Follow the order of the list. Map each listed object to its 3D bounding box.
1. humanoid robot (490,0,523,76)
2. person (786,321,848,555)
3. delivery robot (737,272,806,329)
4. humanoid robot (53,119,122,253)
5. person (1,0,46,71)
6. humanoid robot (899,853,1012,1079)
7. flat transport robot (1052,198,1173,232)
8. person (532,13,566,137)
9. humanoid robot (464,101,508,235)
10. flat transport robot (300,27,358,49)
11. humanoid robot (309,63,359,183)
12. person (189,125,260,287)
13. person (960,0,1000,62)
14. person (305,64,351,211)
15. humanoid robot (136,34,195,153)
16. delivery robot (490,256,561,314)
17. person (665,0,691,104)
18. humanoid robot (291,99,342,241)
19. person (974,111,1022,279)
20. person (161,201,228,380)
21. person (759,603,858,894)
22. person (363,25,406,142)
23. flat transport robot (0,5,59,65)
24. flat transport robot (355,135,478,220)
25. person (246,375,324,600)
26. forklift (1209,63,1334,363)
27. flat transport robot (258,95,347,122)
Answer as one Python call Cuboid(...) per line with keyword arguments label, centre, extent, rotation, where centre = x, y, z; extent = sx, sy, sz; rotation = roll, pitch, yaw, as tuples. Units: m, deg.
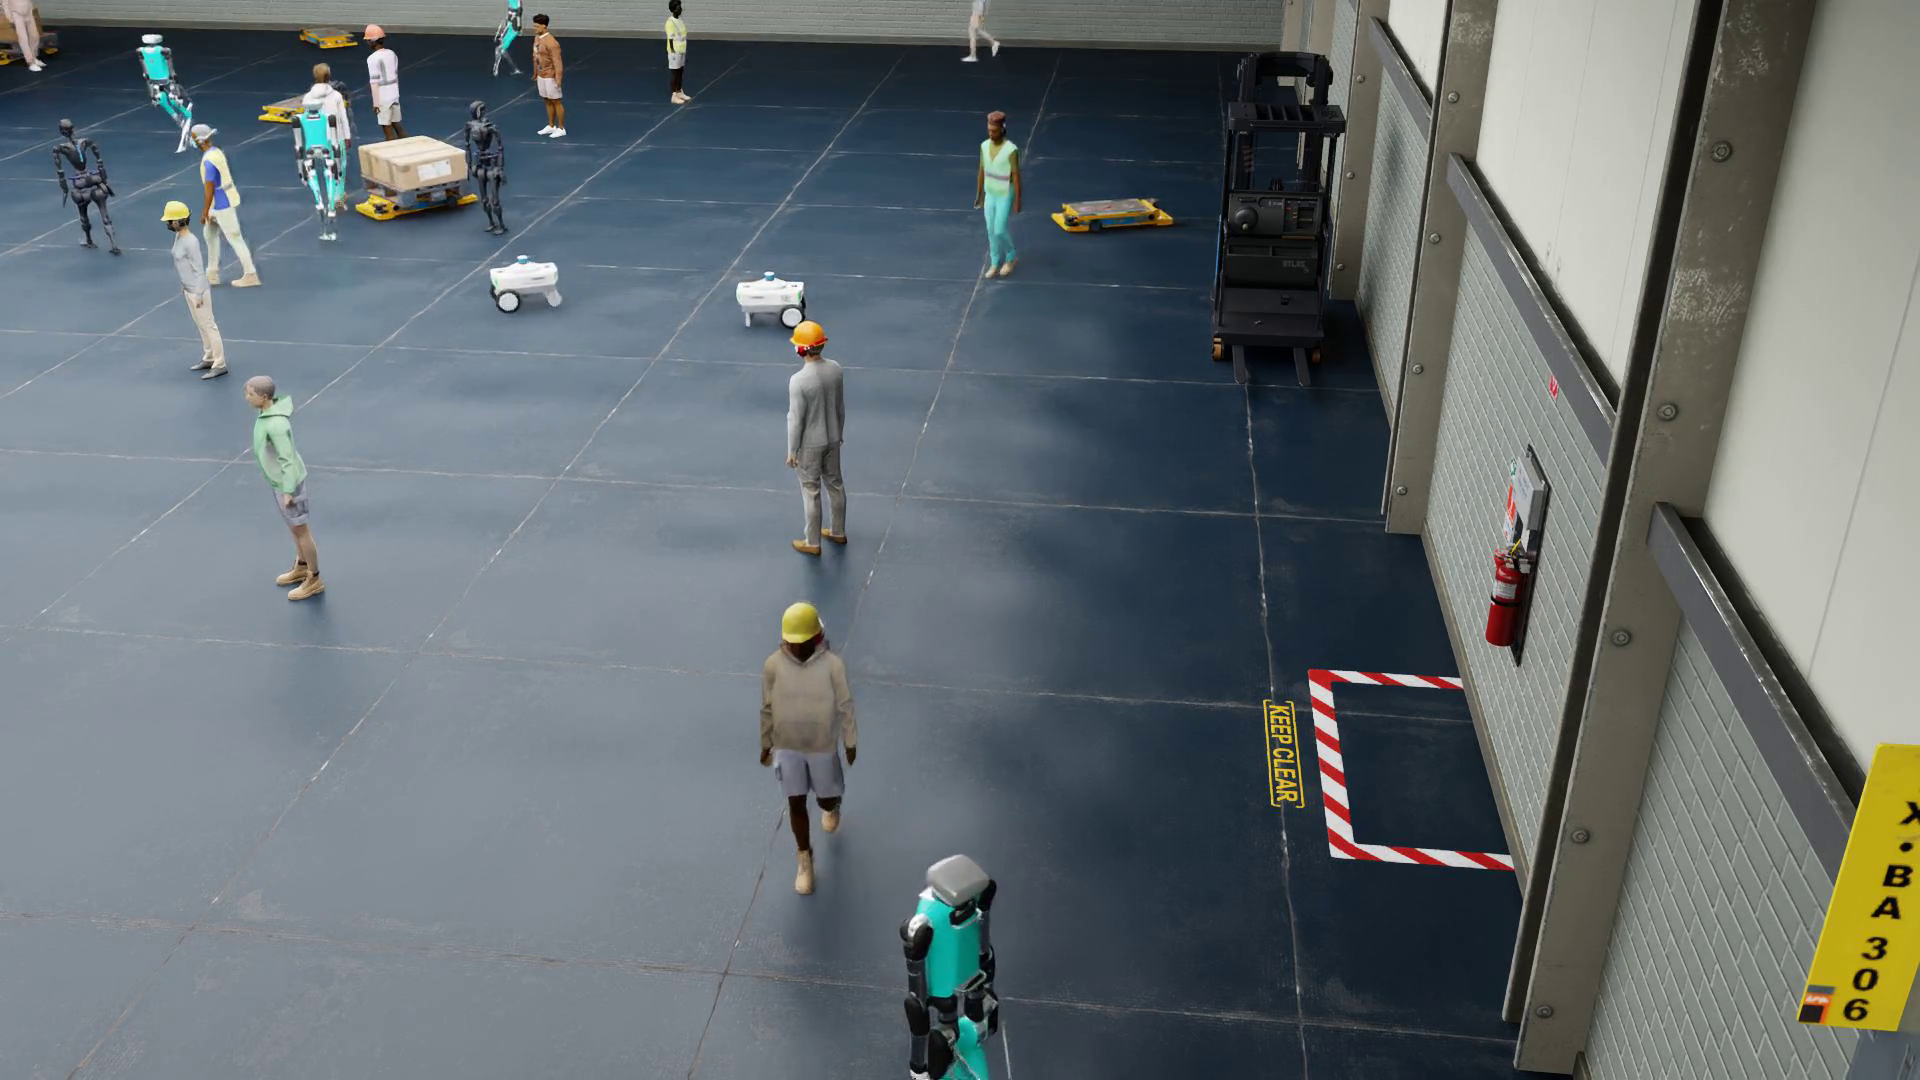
Cuboid(label="humanoid robot", centre=(-8.244, -9.230, 30.024), extent=(0.893, 1.847, 0.555), rotation=(-17, 31, -30))
Cuboid(label="person", centre=(-1.119, -0.791, 12.918), extent=(0.376, 1.890, 0.569), rotation=(23, 35, 38))
Cuboid(label="delivery robot", centre=(-2.035, -2.605, 18.006), extent=(0.744, 0.582, 0.518), rotation=(-1, 27, -3))
Cuboid(label="humanoid robot", centre=(-10.618, -4.300, 20.204), extent=(0.784, 1.622, 0.601), rotation=(21, 33, 35))
Cuboid(label="person", centre=(-17.141, -9.554, 30.398), extent=(0.467, 1.897, 0.661), rotation=(7, 27, 14))
Cuboid(label="humanoid robot", centre=(0.121, 2.193, 7.116), extent=(0.861, 1.768, 0.552), rotation=(20, 33, 34))
Cuboid(label="flat transport robot", centre=(1.967, -4.201, 21.525), extent=(1.431, 0.231, 0.659), rotation=(-6, 27, -13))
Cuboid(label="person", centre=(-6.345, -7.191, 25.721), extent=(0.402, 1.856, 0.786), rotation=(-22, 34, -37))
Cuboid(label="humanoid robot", centre=(-5.963, -4.699, 20.939), extent=(0.608, 1.646, 0.311), rotation=(10, 28, 19))
Cuboid(label="flat transport robot", centre=(-12.559, -9.977, 33.057), extent=(0.659, 0.231, 1.431), rotation=(-19, 32, -33))
Cuboid(label="humanoid robot", centre=(-8.778, -5.851, 23.274), extent=(0.611, 1.643, 0.540), rotation=(-16, 31, -29))
Cuboid(label="person", centre=(-8.523, -3.750, 18.856), extent=(0.852, 1.865, 0.524), rotation=(-10, 28, -20))
Cuboid(label="person", centre=(0.378, -9.898, 31.126), extent=(0.667, 1.855, 0.513), rotation=(0, 27, 0))
Cuboid(label="person", centre=(-8.324, -5.300, 21.944), extent=(0.491, 1.876, 0.922), rotation=(-3, 27, -7))
Cuboid(label="humanoid robot", centre=(-11.737, -6.665, 24.895), extent=(0.546, 1.859, 0.835), rotation=(4, 27, 9))
Cuboid(label="delivery robot", centre=(-4.859, -2.864, 18.533), extent=(0.791, 0.592, 0.499), rotation=(-10, 28, -20))
Cuboid(label="person", centre=(-4.743, -8.215, 27.942), extent=(0.317, 1.695, 0.539), rotation=(6, 27, 13))
Cuboid(label="humanoid robot", centre=(-7.835, -4.462, 20.427), extent=(0.553, 1.771, 0.865), rotation=(-10, 28, -19))
Cuboid(label="person", centre=(0.448, -3.973, 19.186), extent=(0.530, 1.959, 0.465), rotation=(19, 32, 33))
Cuboid(label="person", centre=(-7.558, -2.468, 16.393), extent=(0.307, 1.768, 0.524), rotation=(-20, 33, -34))
Cuboid(label="person", centre=(-0.848, 1.097, 9.299), extent=(0.548, 1.745, 0.599), rotation=(1, 27, 3))
Cuboid(label="person", centre=(-8.230, -6.322, 23.800), extent=(0.398, 2.035, 0.598), rotation=(6, 27, 12))
Cuboid(label="flat transport robot", centre=(-17.969, -9.262, 31.628), extent=(0.659, 0.231, 1.431), rotation=(8, 28, 15))
Cuboid(label="flat transport robot", centre=(-7.258, -4.546, 22.213), extent=(1.431, 0.231, 0.659), rotation=(-23, 35, -38))
Cuboid(label="person", centre=(-4.992, -0.400, 12.291), extent=(0.336, 1.743, 0.473), rotation=(-15, 30, -28))
Cuboid(label="forklift", centre=(3.241, -3.477, 17.183), extent=(1.129, 2.768, 1.873), rotation=(3, 27, 6))
Cuboid(label="flat transport robot", centre=(-10.769, -7.094, 27.300), extent=(0.659, 0.231, 1.431), rotation=(9, 28, 17))
